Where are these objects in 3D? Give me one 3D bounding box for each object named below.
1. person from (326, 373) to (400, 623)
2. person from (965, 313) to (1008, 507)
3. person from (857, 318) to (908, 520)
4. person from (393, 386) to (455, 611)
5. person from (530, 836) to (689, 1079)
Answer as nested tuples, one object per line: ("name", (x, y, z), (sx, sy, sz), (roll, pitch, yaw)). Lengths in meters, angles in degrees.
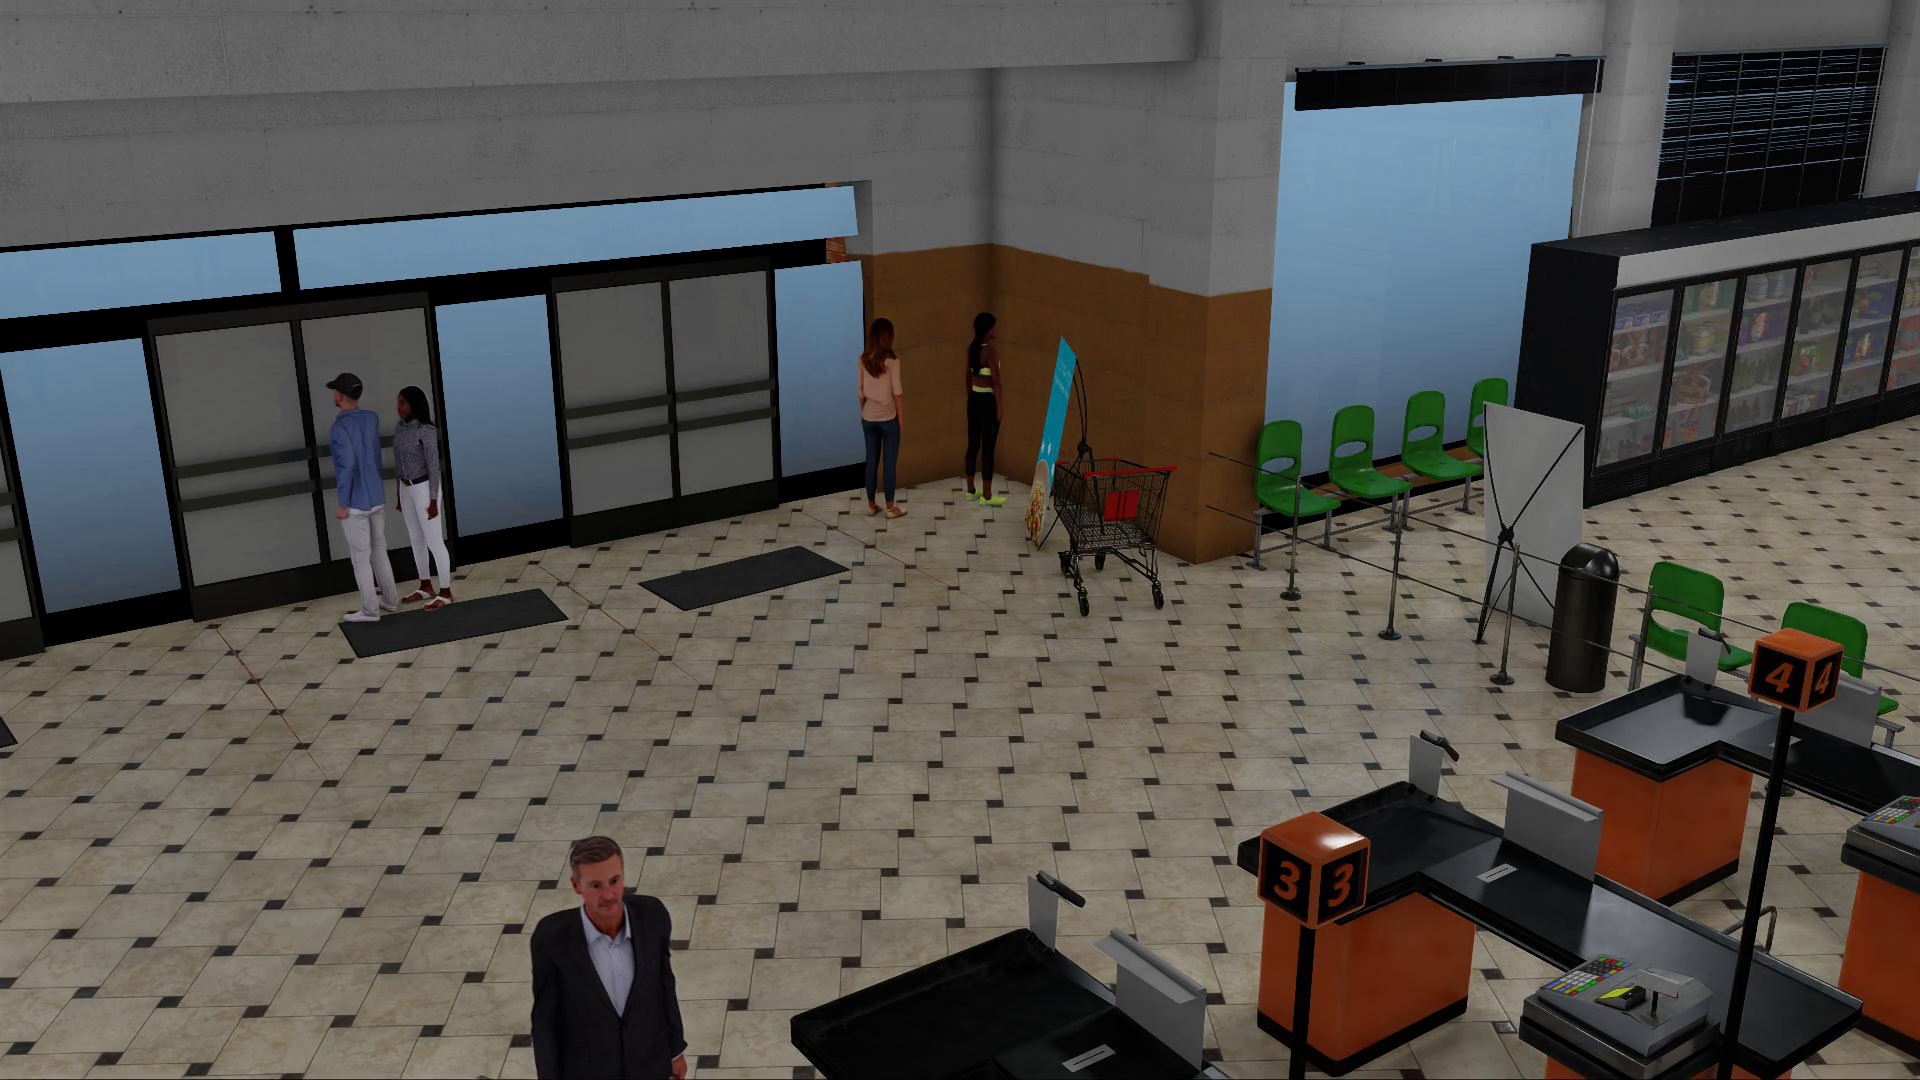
("person", (-4.441, -0.315, 12.322), (0.766, 1.887, 0.736), (6, 19, 16))
("person", (0.203, -1.196, 15.143), (0.643, 1.754, 0.471), (-16, 24, -39))
("person", (-0.704, -1.076, 14.735), (0.611, 1.788, 0.729), (9, 21, 26))
("person", (-4.094, -0.328, 12.616), (0.557, 1.724, 0.721), (13, 23, 34))
("person", (-1.235, 1.872, 5.907), (0.720, 1.842, 0.594), (-11, 22, -30))
